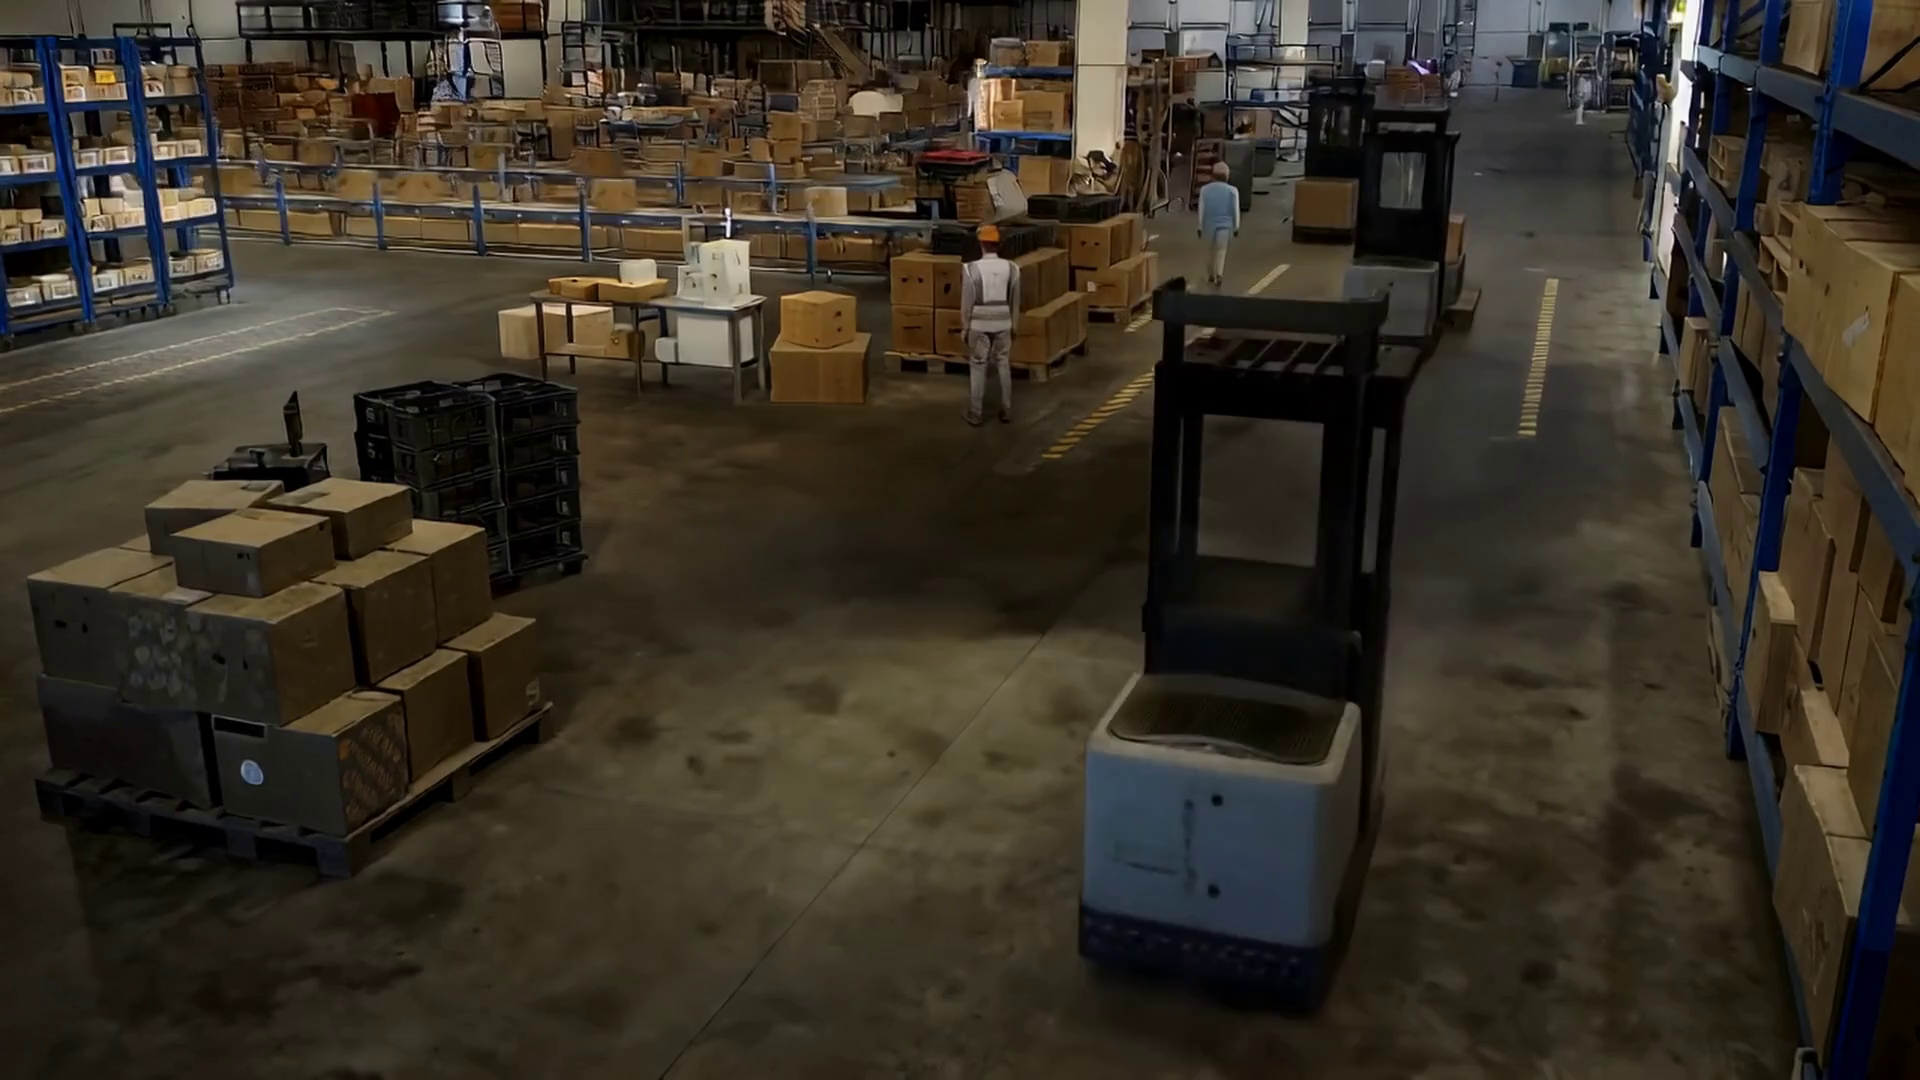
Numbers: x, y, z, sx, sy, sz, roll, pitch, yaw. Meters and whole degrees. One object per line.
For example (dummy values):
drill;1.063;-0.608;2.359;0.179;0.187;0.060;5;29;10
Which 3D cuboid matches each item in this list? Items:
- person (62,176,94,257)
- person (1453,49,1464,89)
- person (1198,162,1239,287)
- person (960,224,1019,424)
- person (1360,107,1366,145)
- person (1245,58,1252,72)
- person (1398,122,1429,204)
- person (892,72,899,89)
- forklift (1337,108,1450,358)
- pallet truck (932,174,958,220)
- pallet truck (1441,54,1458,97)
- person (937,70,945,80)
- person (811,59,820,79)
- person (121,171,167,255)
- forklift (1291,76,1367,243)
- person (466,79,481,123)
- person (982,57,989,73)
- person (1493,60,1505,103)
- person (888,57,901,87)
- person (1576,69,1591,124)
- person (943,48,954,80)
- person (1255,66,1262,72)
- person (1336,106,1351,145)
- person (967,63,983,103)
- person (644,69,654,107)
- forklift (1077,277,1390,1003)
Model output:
person;-14.161;-5.286;26.445;0.657;1.839;1.044;-16;24;-41
person;26.087;-24.646;87.031;0.610;1.996;0.378;15;23;40
person;3.812;-4.660;24.572;0.605;1.798;0.894;3;18;11
person;0.283;-2.114;16.335;0.599;1.939;0.421;-5;18;-15
person;9.868;-9.806;40.913;0.533;1.670;0.783;9;20;26
person;15.300;-24.878;88.207;0.906;1.720;0.535;5;18;17
person;9.545;-8.048;35.050;0.636;1.900;0.399;5;18;14
person;-2.256;-15.735;59.293;0.986;1.831;0.598;-5;18;-15
forklift;5.225;-3.705;19.796;1.129;2.768;1.873;6;19;19
pallet truck;-0.507;-5.292;27.348;0.653;1.274;1.630;6;19;19
pallet truck;22.765;-21.886;78.355;0.823;1.965;1.885;-4;18;-14
person;-0.676;-15.470;58.293;0.356;1.937;0.552;9;20;26
person;-6.323;-20.424;73.946;0.941;1.881;0.611;-6;18;-17
person;-13.166;-5.394;26.843;0.590;1.812;0.642;4;18;12
forklift;6.598;-6.755;29.381;1.129;2.768;1.873;6;19;19
person;-15.649;-13.945;53.675;0.705;1.840;0.527;-9;20;-25
person;1.100;-21.034;75.815;0.767;1.916;0.638;-5;18;-15
person;23.973;-20.391;73.919;0.429;1.838;0.630;2;18;7
person;-2.826;-19.900;72.079;0.611;2.028;0.451;-10;20;-28
person;22.419;-15.919;59.730;0.392;1.929;0.539;1;18;4
person;-0.635;-26.155;91.852;0.614;1.945;0.394;2;18;6
person;16.478;-26.017;91.504;0.578;1.898;0.791;8;19;22
person;10.831;-11.765;47.116;0.673;1.661;0.538;-3;18;-9
person;0.534;-17.865;65.651;0.831;2.000;0.687;11;21;30
person;-12.165;-17.606;65.353;0.786;1.717;0.578;0;18;-1
forklift;1.283;0.279;7.280;1.129;2.768;1.873;6;19;19
